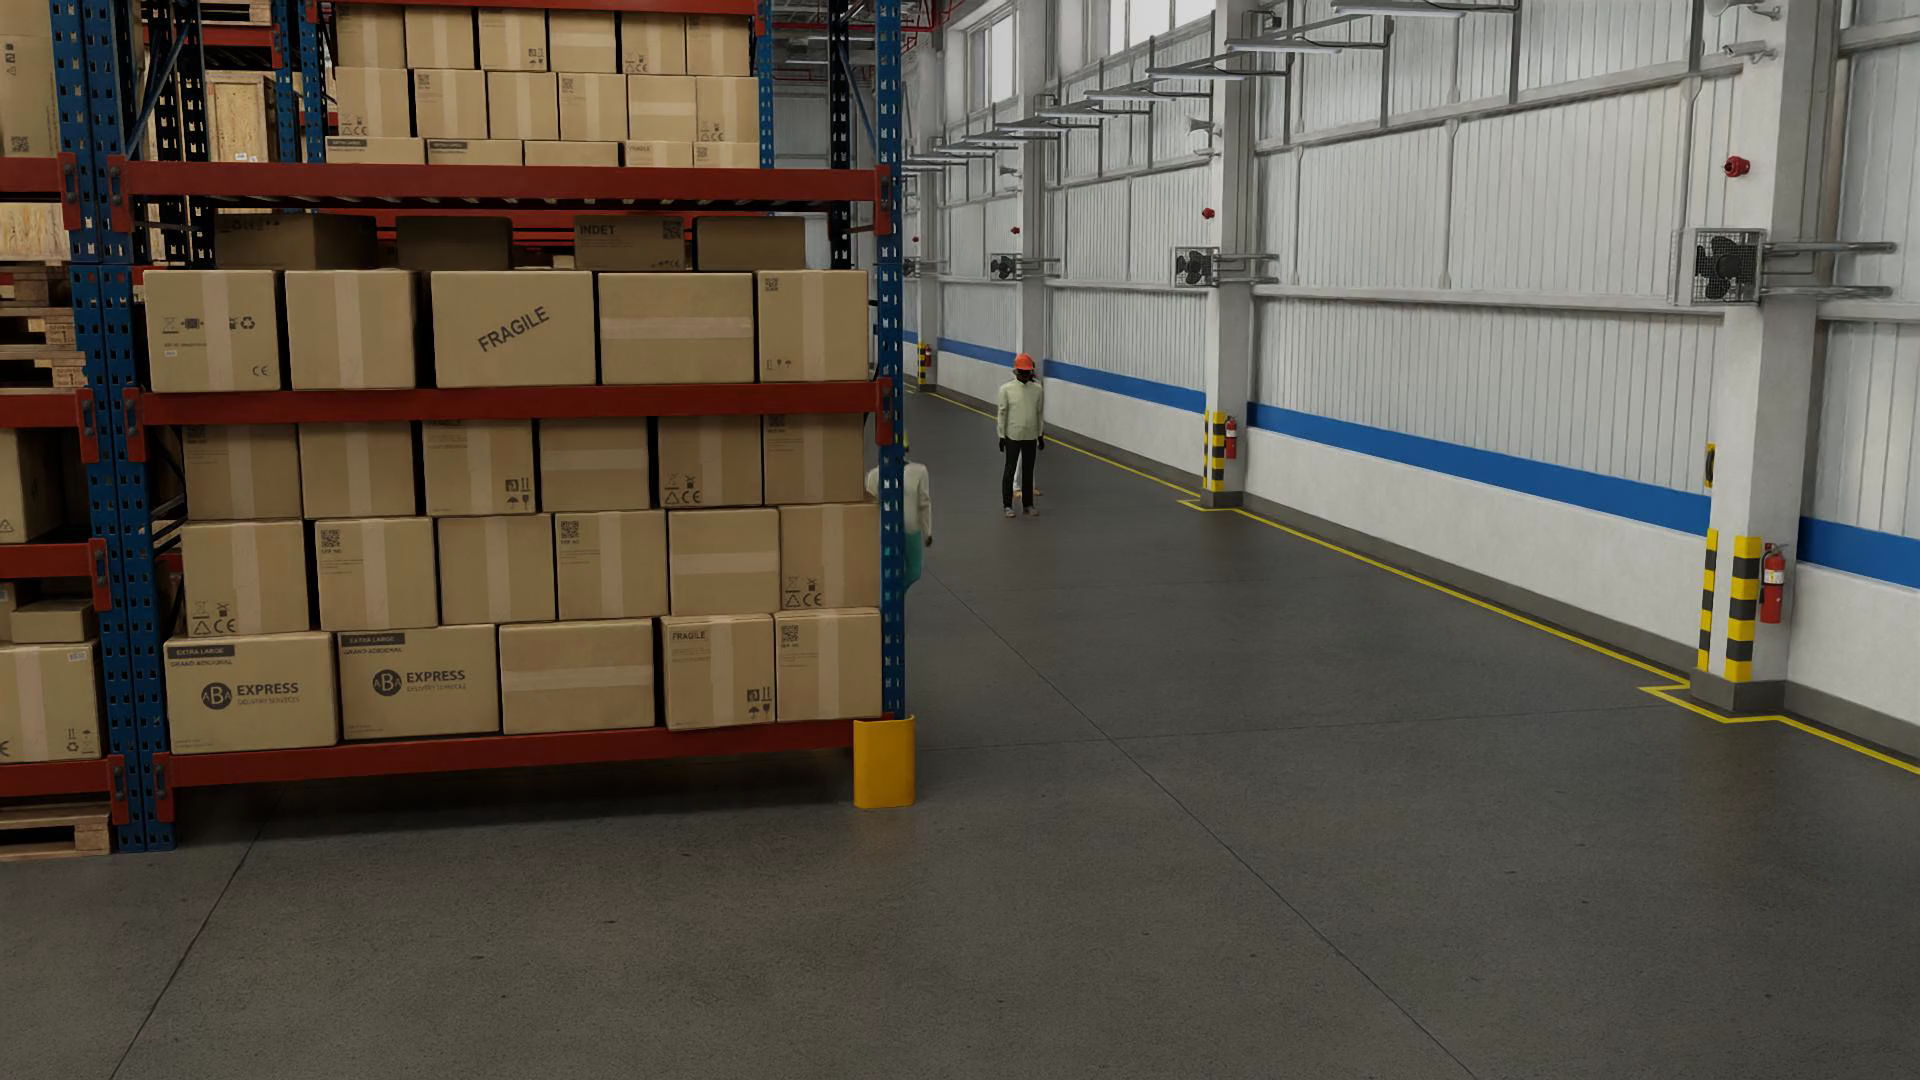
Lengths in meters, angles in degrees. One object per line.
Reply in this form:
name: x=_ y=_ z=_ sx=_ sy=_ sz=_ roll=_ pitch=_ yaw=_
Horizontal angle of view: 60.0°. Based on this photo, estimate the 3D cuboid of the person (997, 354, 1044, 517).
person: x=0.752 y=-1.269 z=20.235 sx=0.622 sy=1.990 sz=0.397 roll=-4 pitch=10 yaw=-24

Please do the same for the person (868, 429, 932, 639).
person: x=-0.522 y=-0.090 z=13.788 sx=0.531 sy=1.745 sz=0.644 roll=-4 pitch=10 yaw=-21

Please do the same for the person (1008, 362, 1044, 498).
person: x=0.873 y=-1.476 z=21.957 sx=0.636 sy=1.842 sz=0.429 roll=-8 pitch=12 yaw=-41
